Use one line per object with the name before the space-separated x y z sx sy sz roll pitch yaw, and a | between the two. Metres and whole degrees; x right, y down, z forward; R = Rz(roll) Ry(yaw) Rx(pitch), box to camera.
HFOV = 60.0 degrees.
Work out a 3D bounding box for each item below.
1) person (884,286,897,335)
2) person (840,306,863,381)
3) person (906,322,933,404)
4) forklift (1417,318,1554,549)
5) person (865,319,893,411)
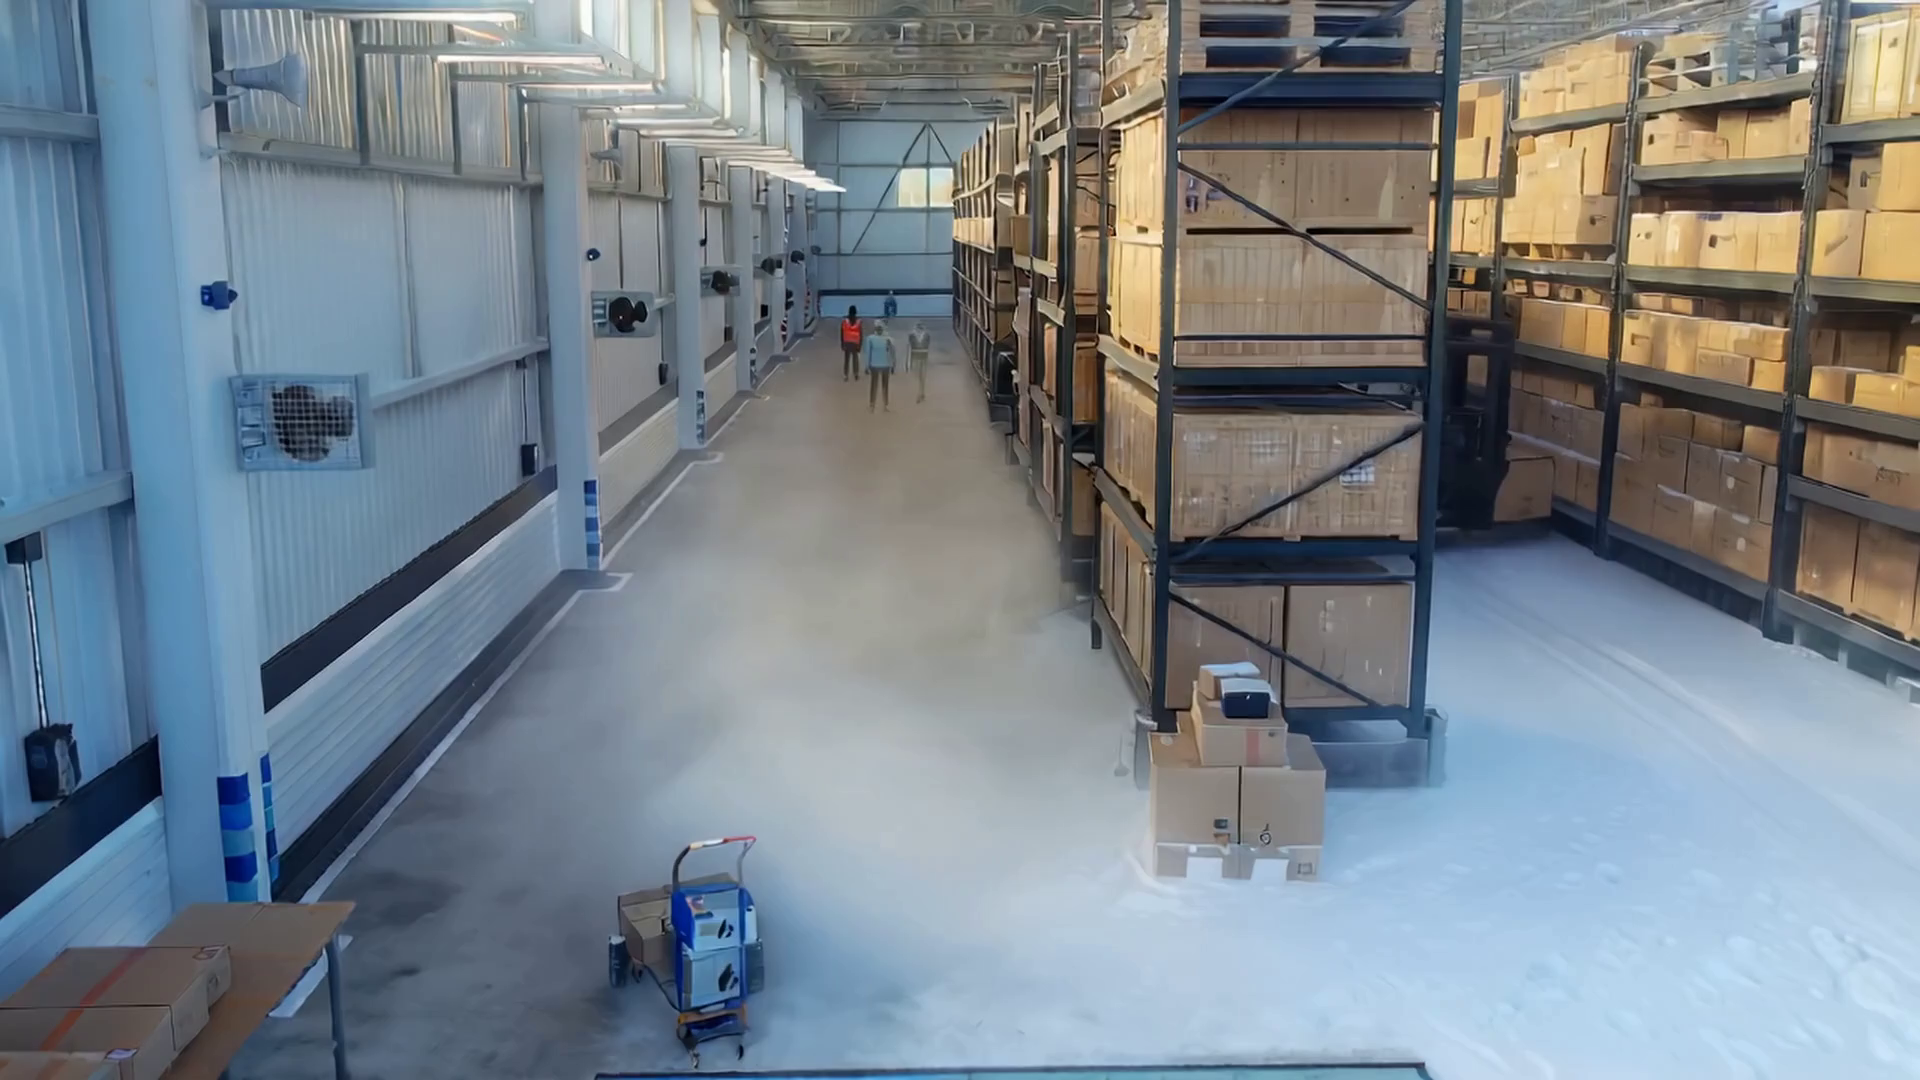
person | -2.500 -8.187 59.406 0.493 1.730 0.405 7 13 32
person | -2.768 -5.026 42.528 0.589 1.912 0.397 -4 11 -19
person | -0.922 -4.008 37.472 0.584 1.821 0.755 -2 11 -11
forklift | 6.571 -1.407 21.171 1.873 2.768 1.129 -5 12 -26
person | -1.731 -3.743 35.667 0.621 1.985 0.409 -2 11 -10
